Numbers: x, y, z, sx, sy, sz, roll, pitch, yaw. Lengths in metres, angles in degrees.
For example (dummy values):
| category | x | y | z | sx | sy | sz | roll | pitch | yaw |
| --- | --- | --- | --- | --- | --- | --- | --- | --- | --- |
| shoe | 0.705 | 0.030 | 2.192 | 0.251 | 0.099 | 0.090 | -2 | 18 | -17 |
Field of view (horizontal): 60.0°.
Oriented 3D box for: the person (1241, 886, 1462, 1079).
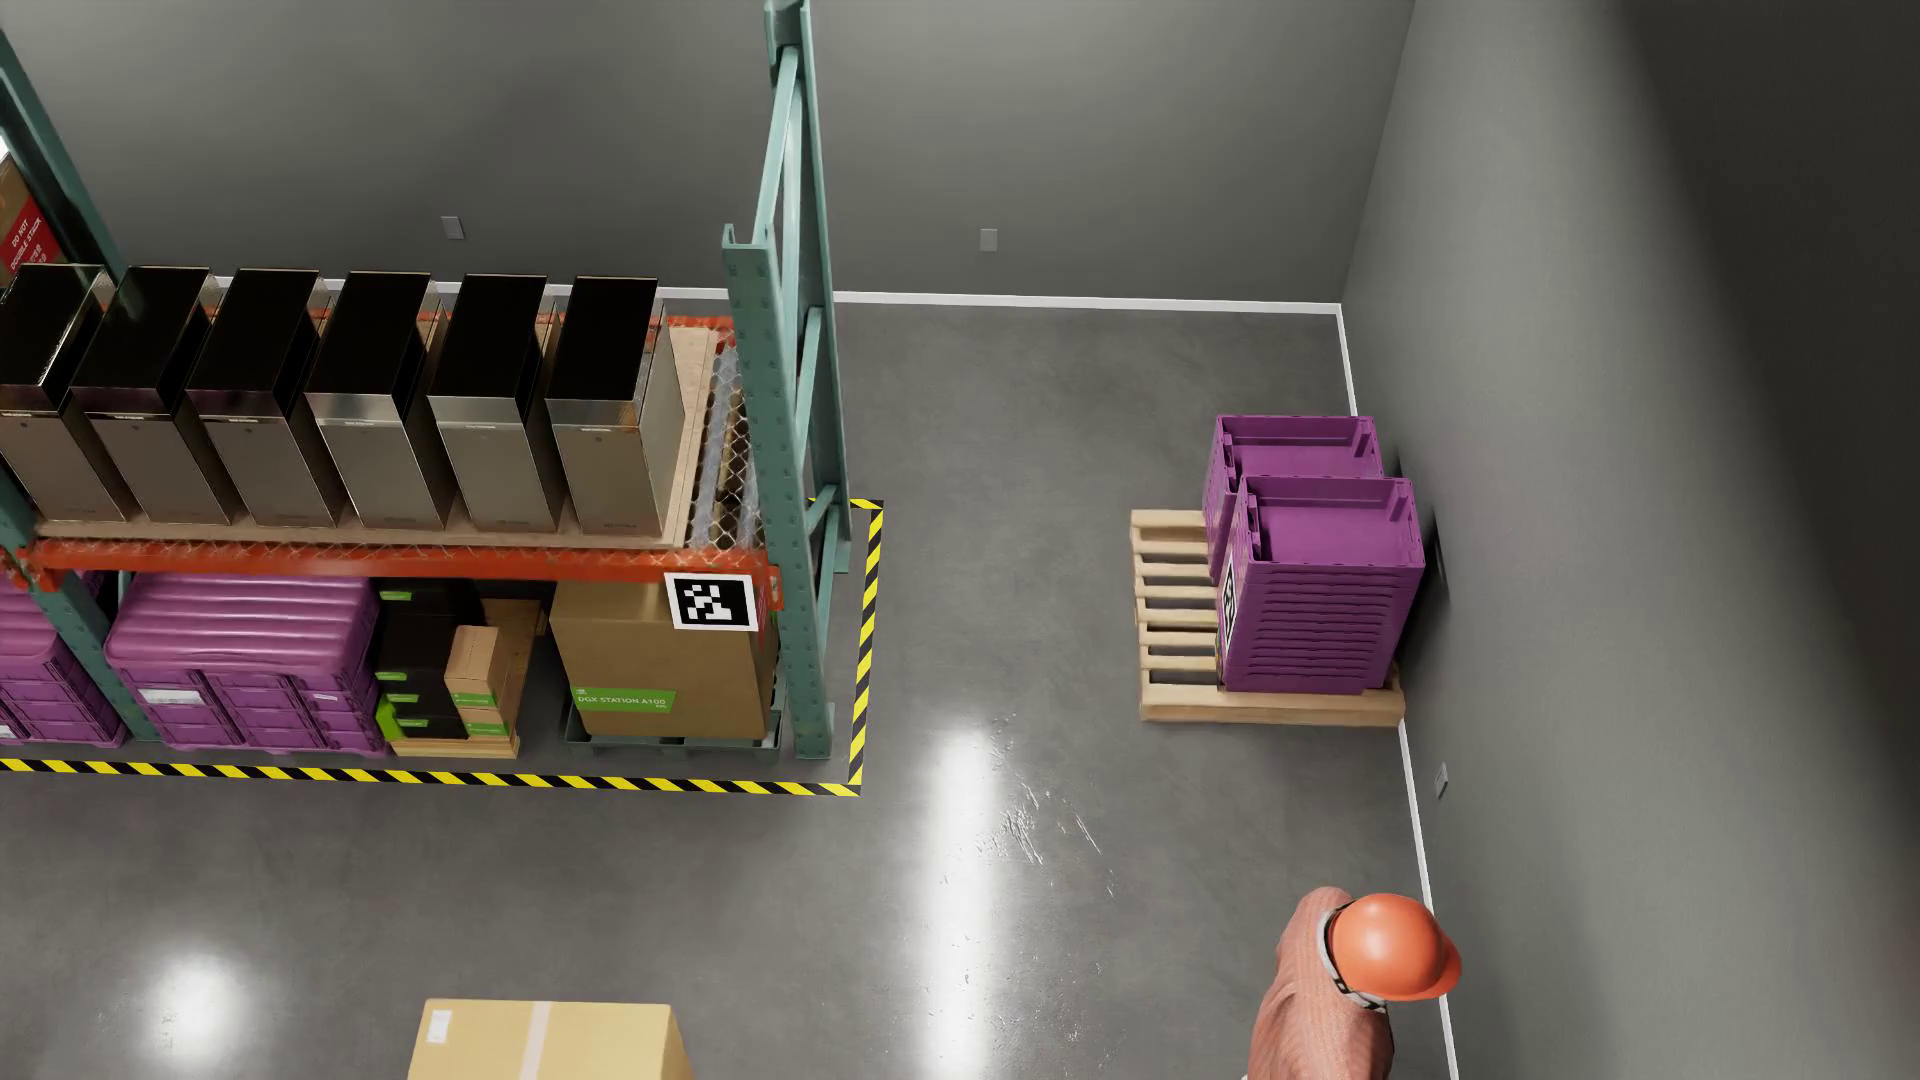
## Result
| category | x | y | z | sx | sy | sz | roll | pitch | yaw |
| --- | --- | --- | --- | --- | --- | --- | --- | --- | --- |
| person | 0.965 | 1.464 | 4.509 | 0.395 | 1.992 | 0.622 | 2 | 52 | 1 |
